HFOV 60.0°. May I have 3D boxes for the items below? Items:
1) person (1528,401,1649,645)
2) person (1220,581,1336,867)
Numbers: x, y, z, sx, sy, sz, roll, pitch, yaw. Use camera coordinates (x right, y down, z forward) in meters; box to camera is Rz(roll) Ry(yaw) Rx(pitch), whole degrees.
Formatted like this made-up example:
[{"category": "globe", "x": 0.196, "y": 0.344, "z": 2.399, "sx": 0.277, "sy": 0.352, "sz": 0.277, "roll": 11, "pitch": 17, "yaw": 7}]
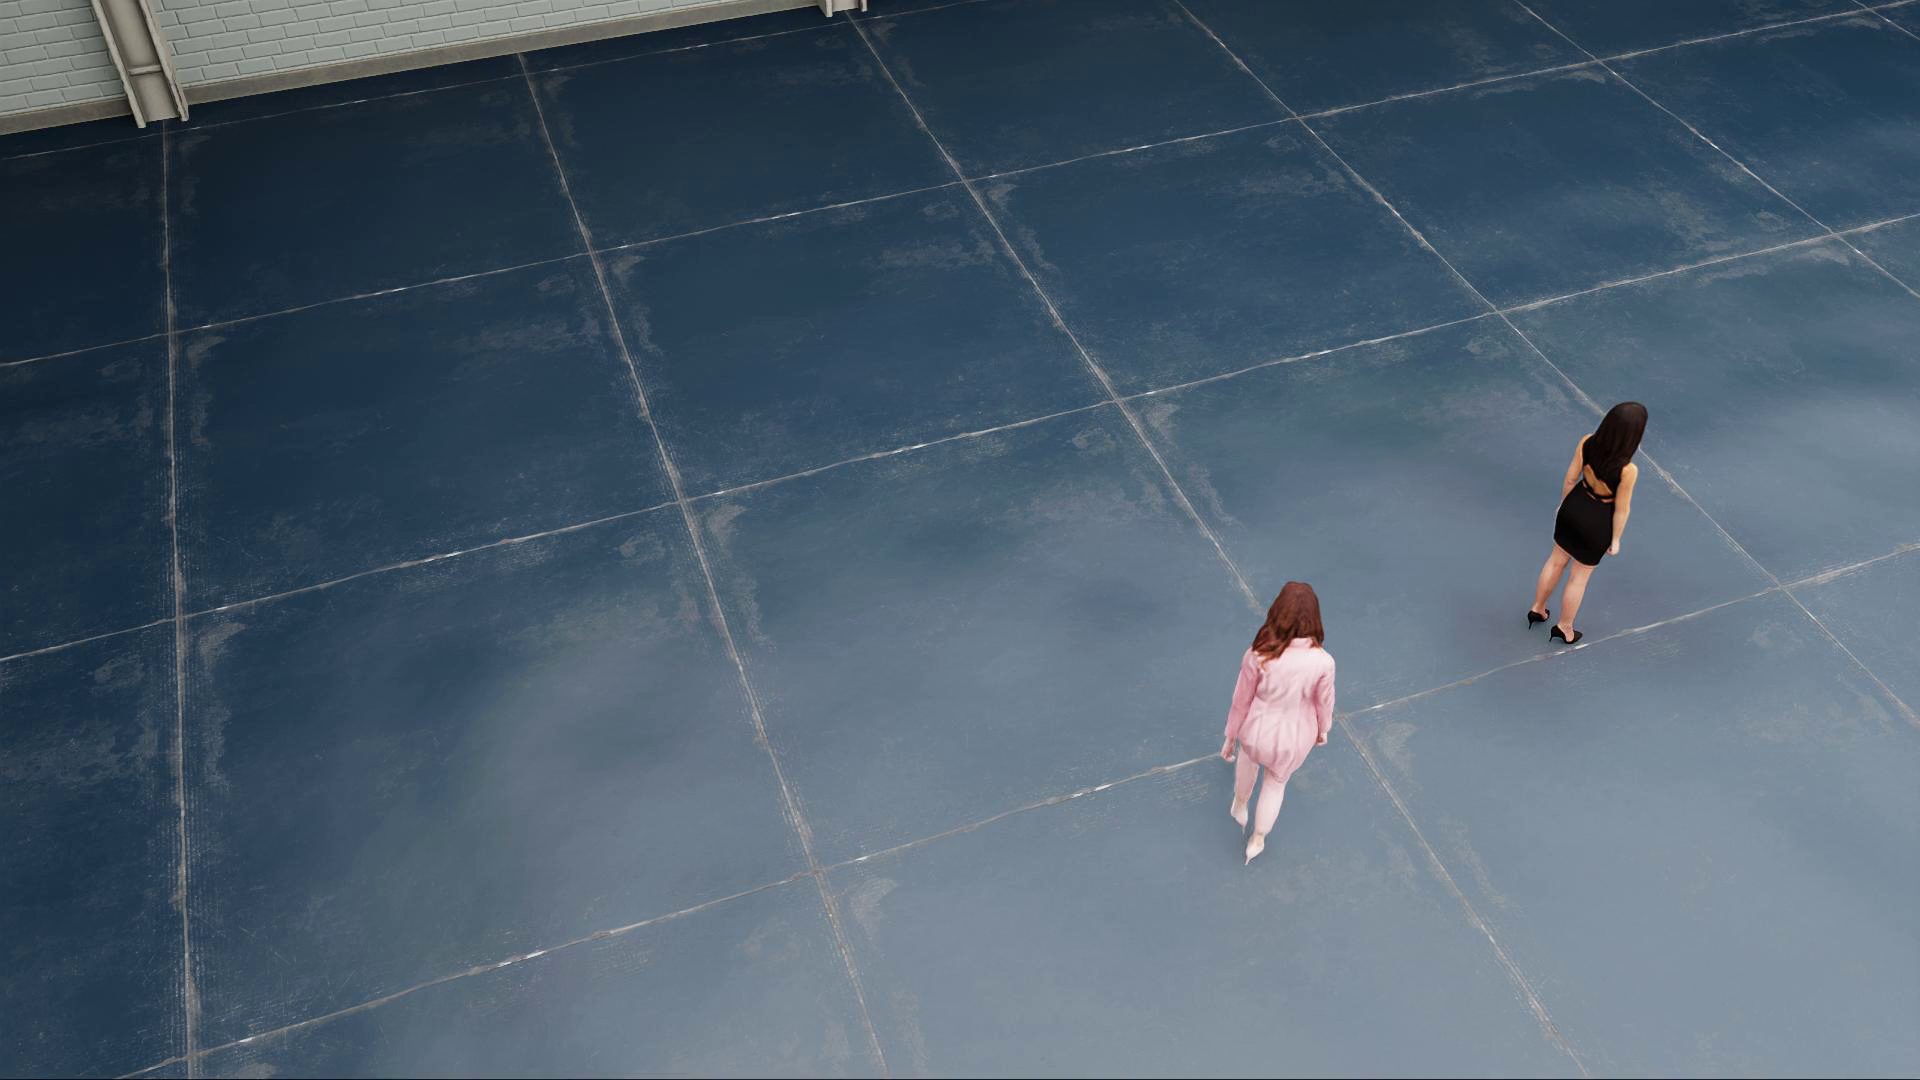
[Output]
[{"category": "person", "x": 3.423, "y": -0.090, "z": 9.103, "sx": 0.555, "sy": 1.648, "sz": 0.612, "roll": -22, "pitch": 48, "yaw": -22}, {"category": "person", "x": 1.501, "y": 0.903, "z": 7.940, "sx": 0.754, "sy": 1.783, "sz": 0.839, "roll": 8, "pitch": 44, "yaw": 9}]
